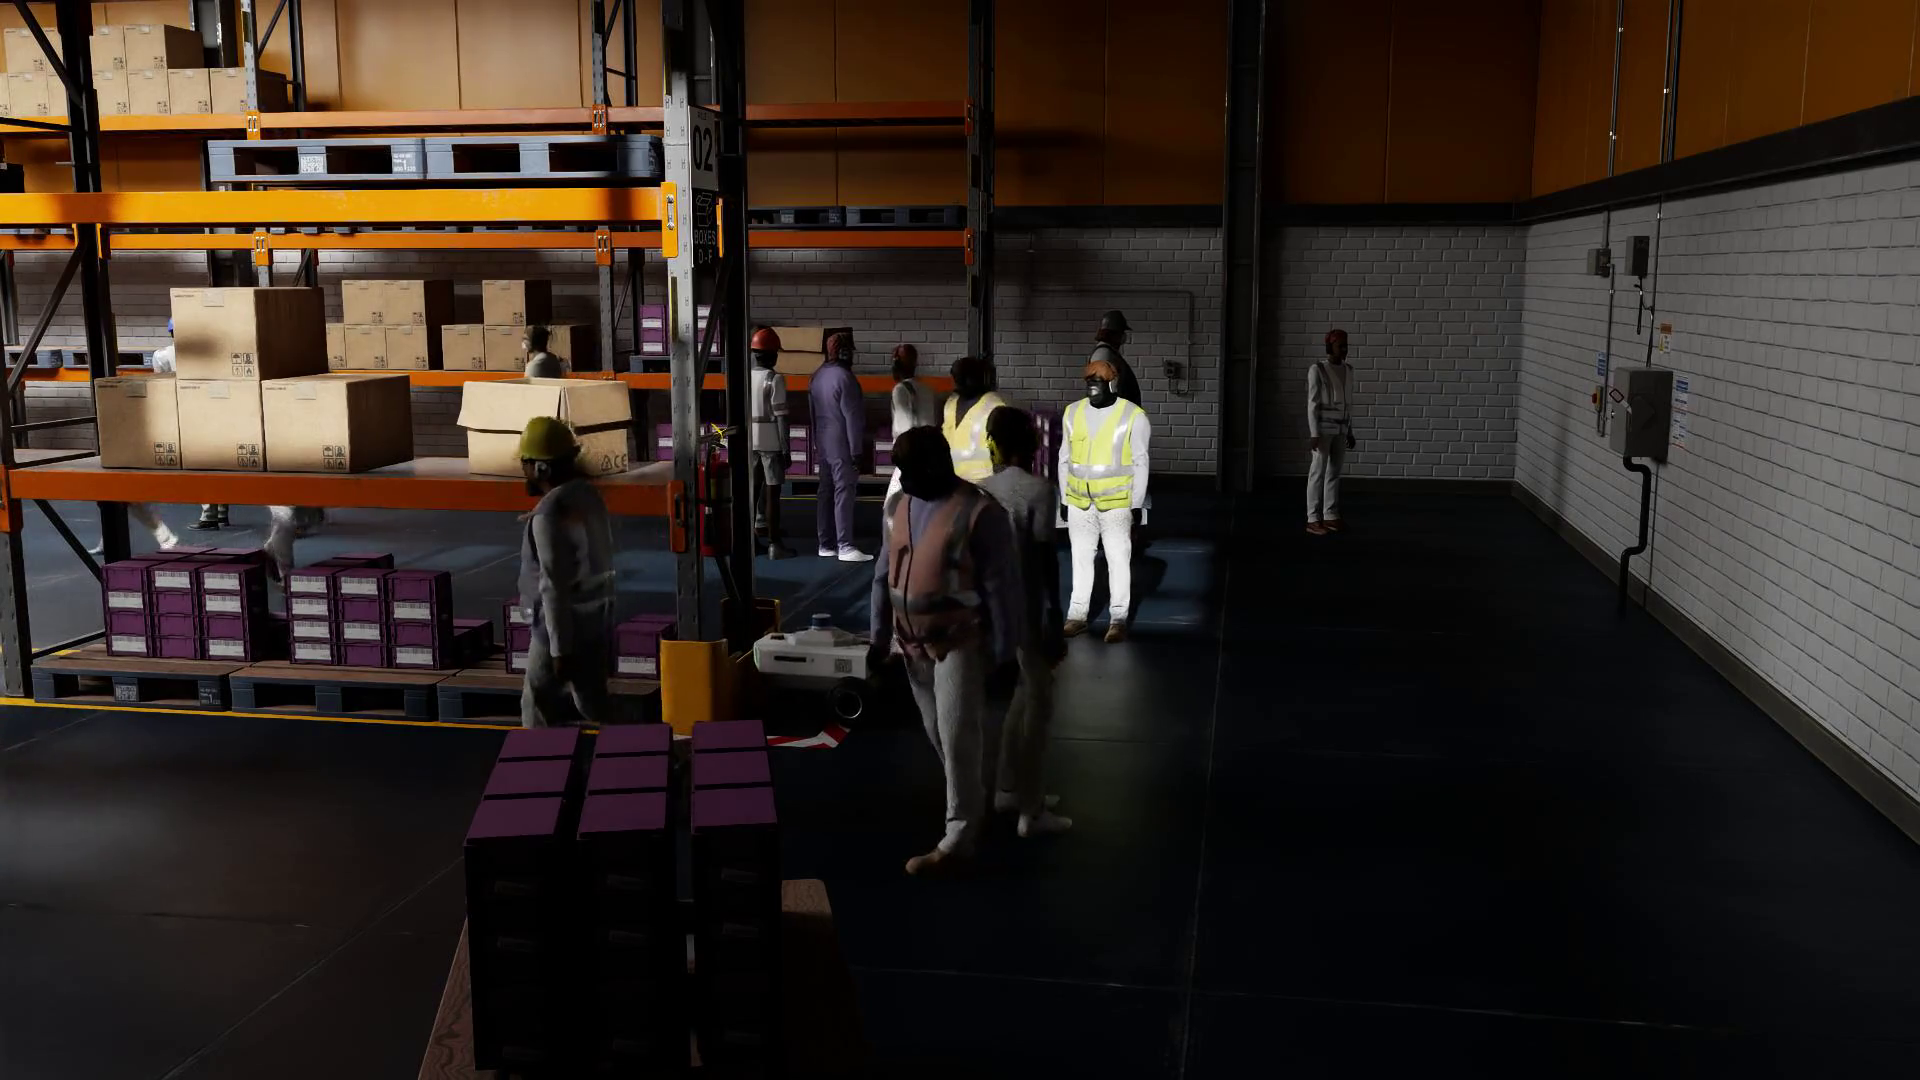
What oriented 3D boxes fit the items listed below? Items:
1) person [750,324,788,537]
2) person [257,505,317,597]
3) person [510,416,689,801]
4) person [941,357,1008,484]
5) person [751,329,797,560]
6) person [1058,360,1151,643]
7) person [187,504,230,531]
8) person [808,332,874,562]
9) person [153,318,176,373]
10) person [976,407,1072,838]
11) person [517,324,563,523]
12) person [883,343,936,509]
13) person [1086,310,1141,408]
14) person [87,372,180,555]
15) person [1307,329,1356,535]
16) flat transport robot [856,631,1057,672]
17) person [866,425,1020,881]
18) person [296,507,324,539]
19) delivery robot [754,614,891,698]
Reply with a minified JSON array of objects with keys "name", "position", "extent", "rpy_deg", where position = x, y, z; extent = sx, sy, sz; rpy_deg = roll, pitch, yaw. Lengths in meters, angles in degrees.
[{"name":"person","position":[-1.830,-0.997,15.185],"extent":[0.379,1.940,0.629],"rpy_deg":[-4,10,-23]},{"name":"person","position":[-5.063,-0.528,12.339],"extent":[0.664,1.918,0.625],"rpy_deg":[6,11,32]},{"name":"person","position":[-1.630,0.356,7.213],"extent":[0.793,1.799,0.596],"rpy_deg":[2,9,12]},{"name":"person","position":[0.132,-0.425,12.036],"extent":[0.827,1.813,0.633],"rpy_deg":[-8,12,-40]},{"name":"person","position":[-1.623,-0.801,13.974],"extent":[0.553,1.935,0.361],"rpy_deg":[6,11,35]},{"name":"person","position":[0.919,-0.252,10.863],"extent":[0.624,1.844,0.430],"rpy_deg":[5,10,29]},{"name":"person","position":[-7.072,-1.001,15.532],"extent":[0.403,1.835,0.588],"rpy_deg":[0,9,0]},{"name":"person","position":[-0.988,-0.773,13.891],"extent":[0.403,1.911,0.637],"rpy_deg":[-7,11,-35]},{"name":"person","position":[-8.360,-1.444,17.966],"extent":[0.604,1.937,0.402],"rpy_deg":[-5,10,-28]},{"name":"person","position":[0.262,0.340,7.252],"extent":[0.426,1.829,0.560],"rpy_deg":[-7,11,-35]},{"name":"person","position":[-4.031,-1.067,15.664],"extent":[0.669,1.921,0.655],"rpy_deg":[0,9,3]},{"name":"person","position":[-0.355,-0.587,12.884],"extent":[0.568,1.853,0.592],"rpy_deg":[5,10,28]},{"name":"person","position":[1.507,-1.234,16.339],"extent":[0.536,2.000,0.682],"rpy_deg":[0,9,1]},{"name":"person","position":[-7.014,-0.637,14.016],"extent":[0.826,1.601,0.520],"rpy_deg":[0,9,-1]},{"name":"person","position":[3.430,-0.996,15.353],"extent":[0.572,1.883,0.355],"rpy_deg":[-7,11,-36]},{"name":"flat transport robot","position":[-0.203,0.676,9.965],"extent":[1.431,0.197,0.652],"rpy_deg":[-4,10,-24]},{"name":"person","position":[-0.069,0.430,6.827],"extent":[0.672,1.786,0.674],"rpy_deg":[8,12,42]},{"name":"person","position":[-6.075,-1.021,15.269],"extent":[0.634,1.963,0.834],"rpy_deg":[-3,10,-17]},{"name":"delivery robot","position":[-0.747,0.643,9.002],"extent":[0.707,0.478,0.477],"rpy_deg":[3,9,15]}]
